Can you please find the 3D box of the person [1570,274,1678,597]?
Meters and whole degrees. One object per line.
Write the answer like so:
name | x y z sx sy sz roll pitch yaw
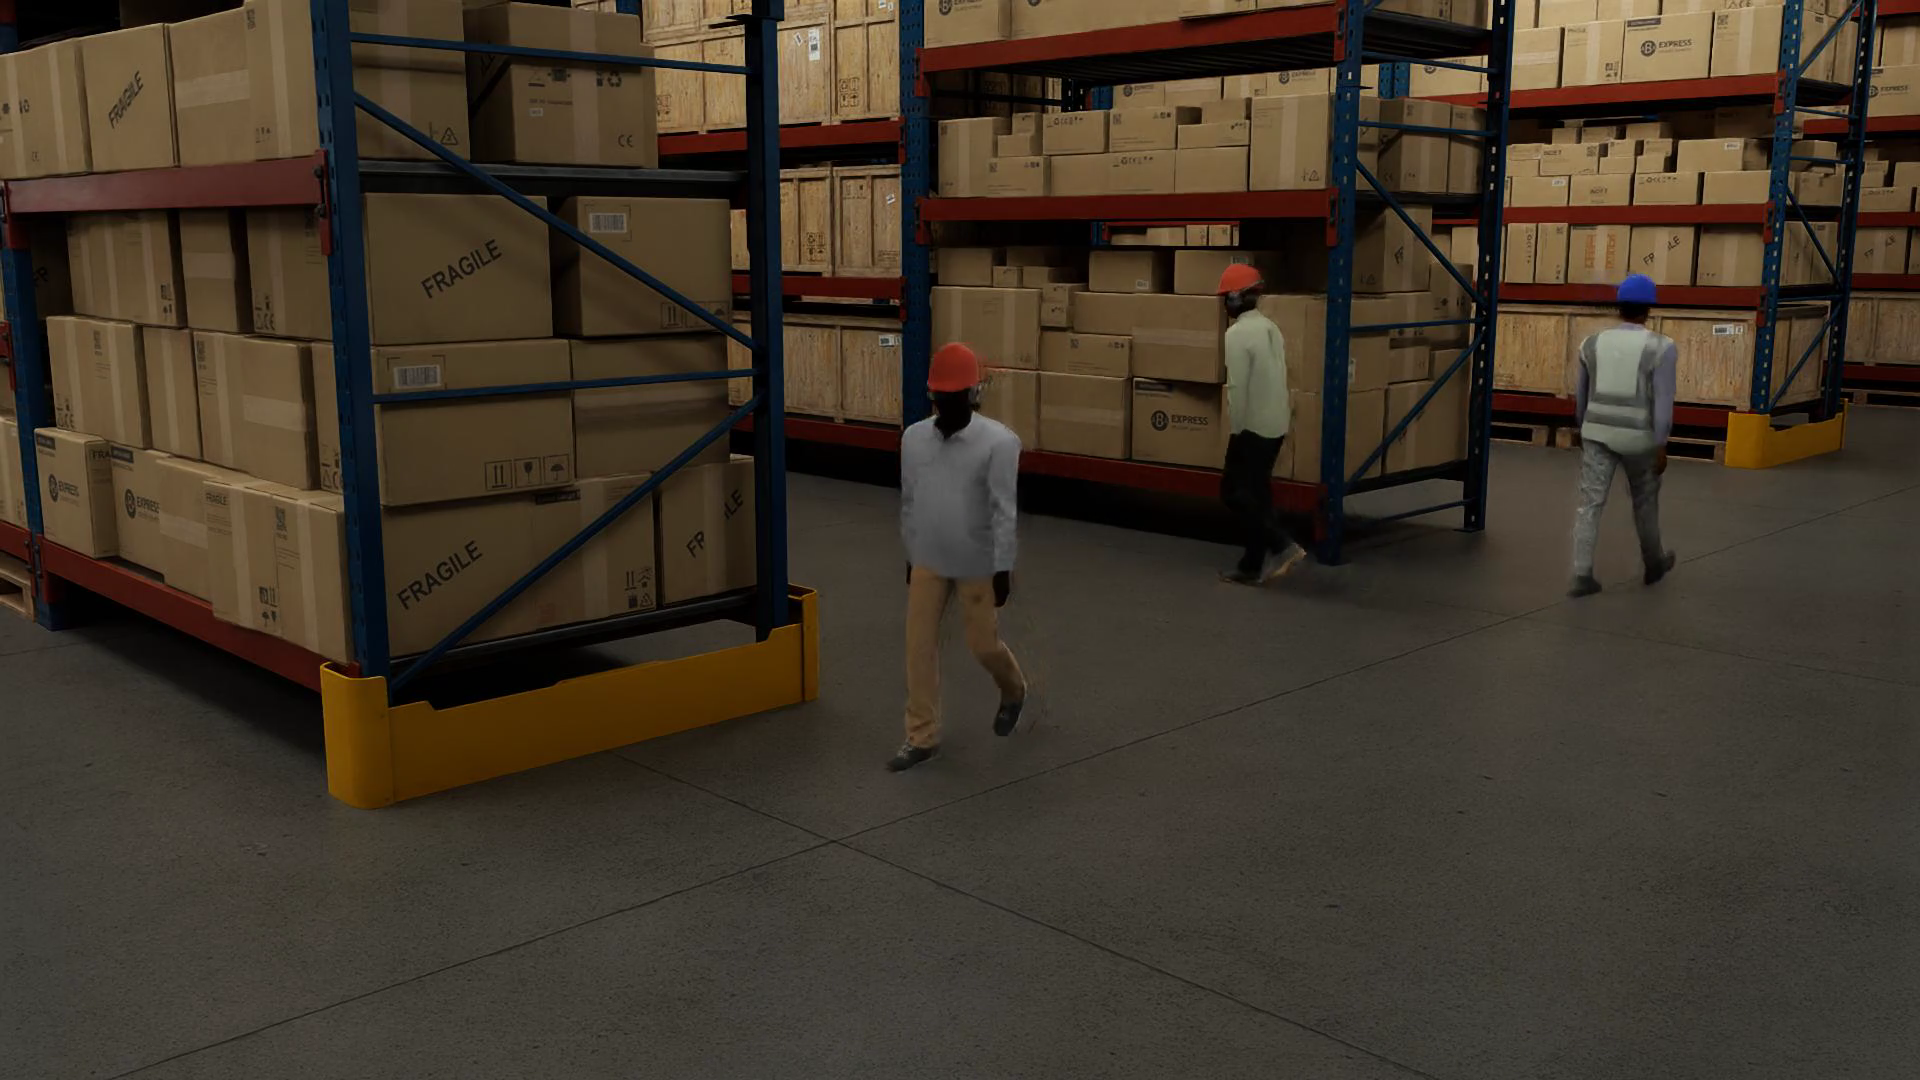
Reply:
person | 4.008 -0.631 9.978 0.637 1.889 1.011 10 14 43

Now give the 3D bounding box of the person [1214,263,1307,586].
person | 1.793 -0.672 10.019 0.665 1.965 0.622 9 14 40

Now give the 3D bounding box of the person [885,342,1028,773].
person | 0.007 0.045 6.795 0.578 1.718 0.772 6 12 28
